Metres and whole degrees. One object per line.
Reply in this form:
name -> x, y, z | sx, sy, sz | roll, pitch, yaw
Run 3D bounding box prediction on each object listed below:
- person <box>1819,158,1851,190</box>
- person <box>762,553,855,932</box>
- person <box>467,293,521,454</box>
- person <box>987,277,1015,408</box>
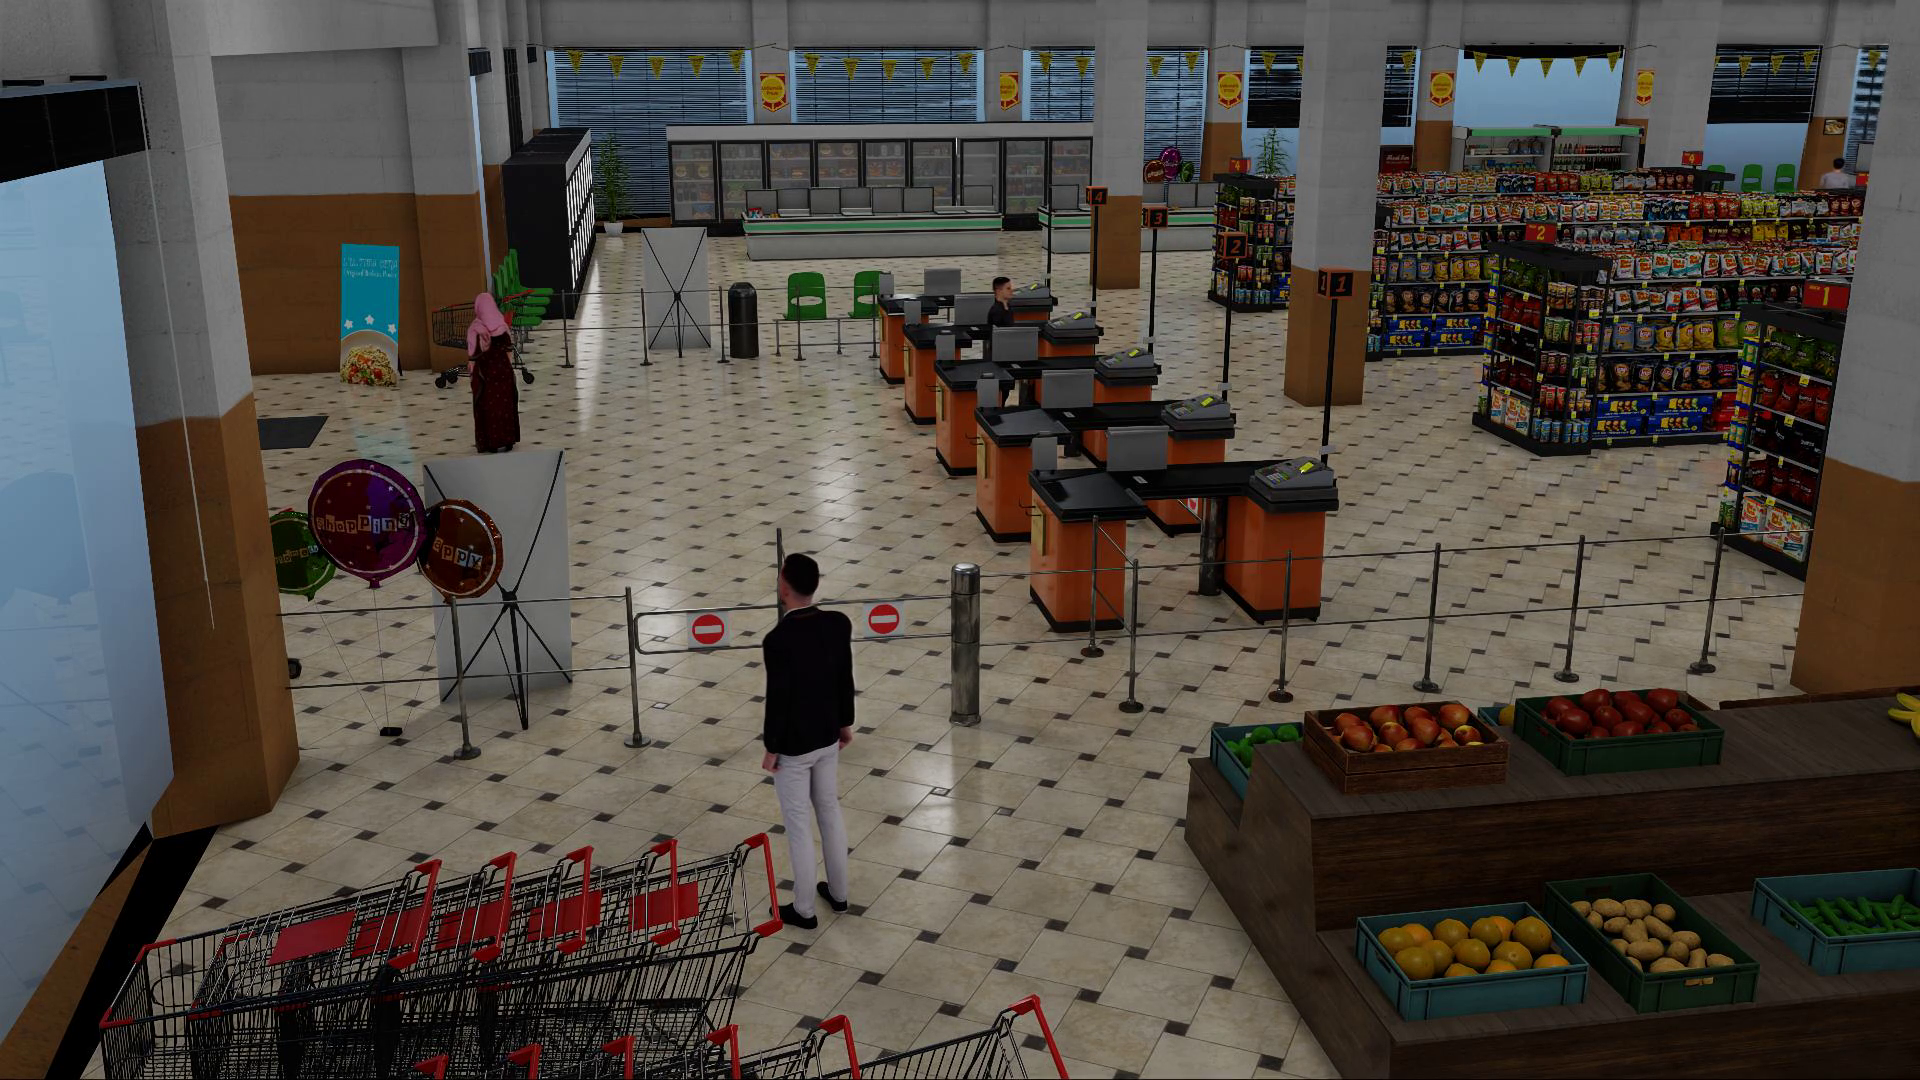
person -> 16.829, -6.439, 32.187 | 1.010, 1.850, 1.016 | 7, 18, 21
person -> -0.722, 0.950, 7.868 | 0.683, 1.841, 0.800 | -15, 23, -41
person -> -4.786, -1.710, 16.994 | 0.696, 1.630, 0.814 | -12, 21, -35
person -> 0.427, -1.833, 17.166 | 0.691, 1.764, 0.709 | 4, 17, 13
